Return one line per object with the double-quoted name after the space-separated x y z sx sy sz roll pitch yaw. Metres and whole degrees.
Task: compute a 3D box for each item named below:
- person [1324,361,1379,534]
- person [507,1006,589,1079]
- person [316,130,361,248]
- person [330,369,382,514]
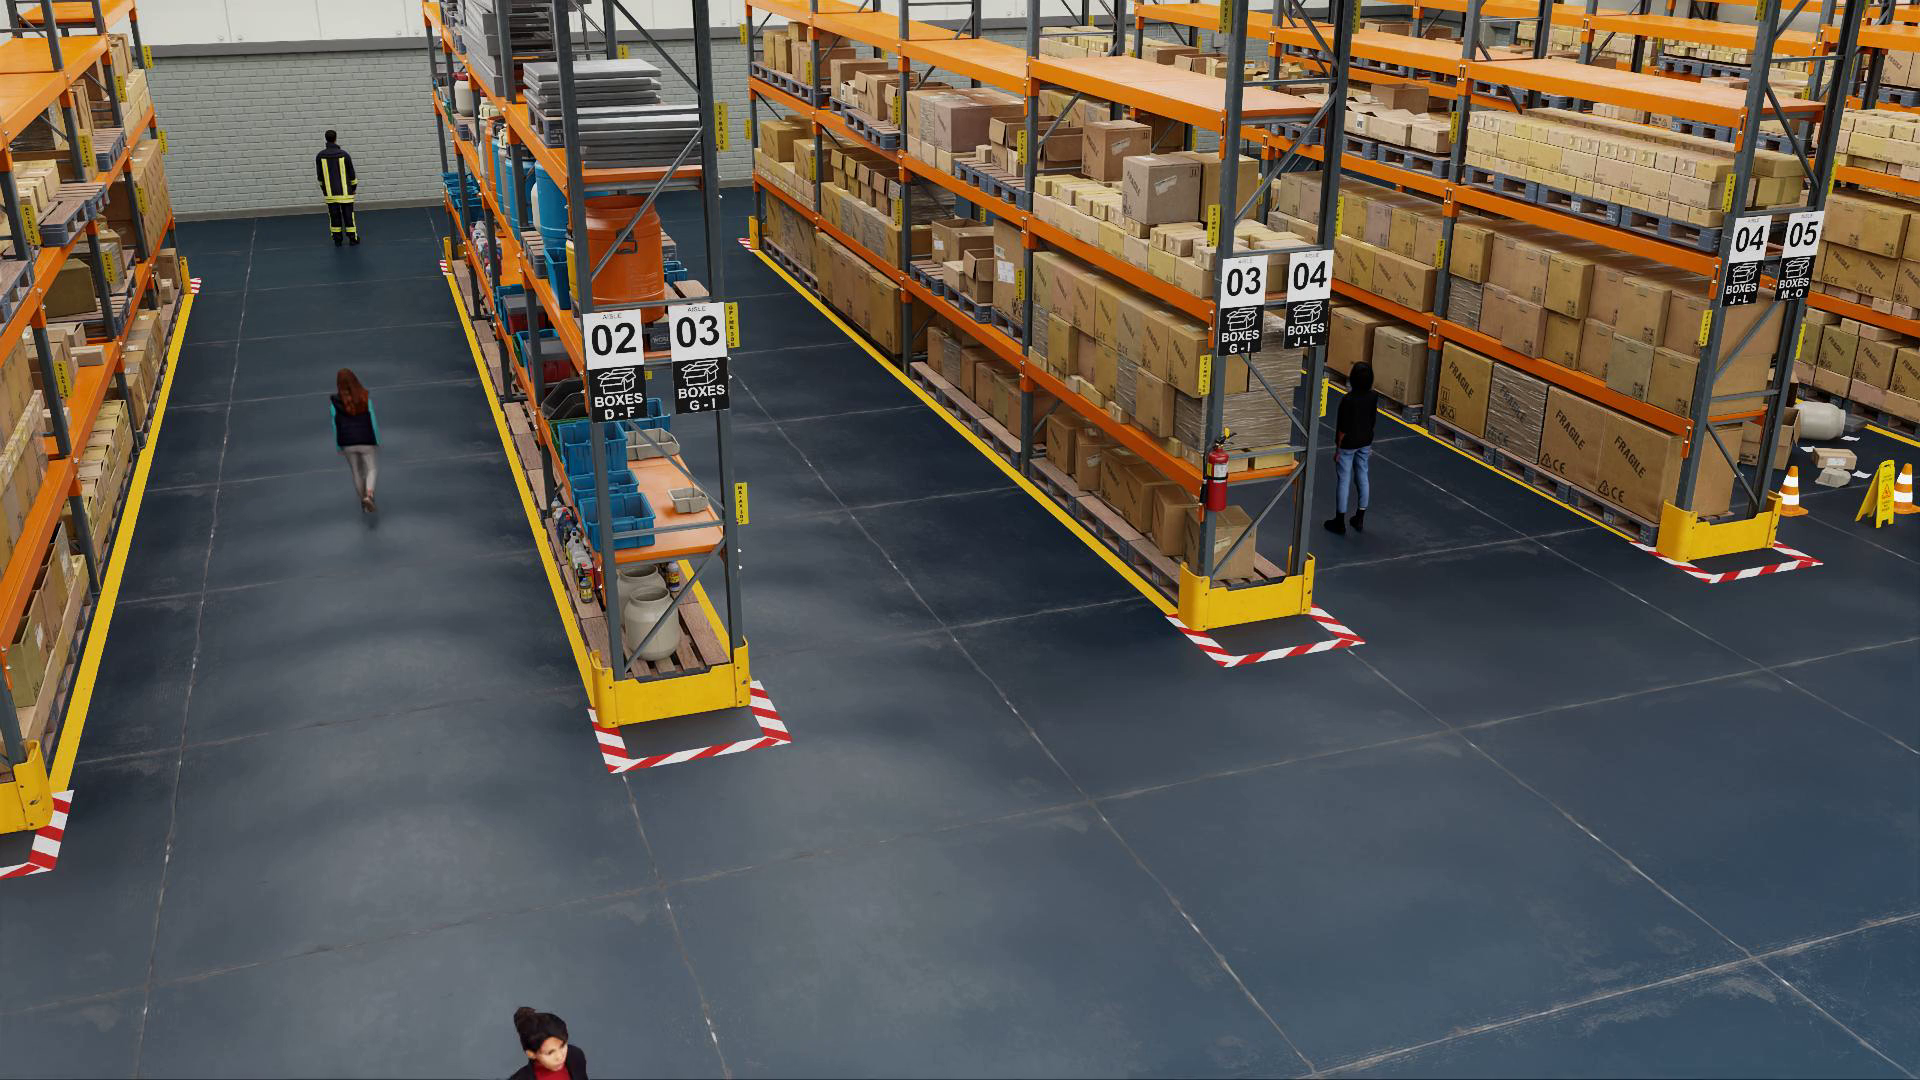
3.792 -0.895 15.988 0.553 1.702 0.525 -8 24 -19 "person"
-1.794 2.723 7.271 0.832 1.605 1.096 -18 28 -37 "person"
-10.480 -5.937 28.017 0.812 1.928 0.705 -5 23 -11 "person"
-5.934 -0.951 16.400 0.598 1.495 0.753 -6 23 -15 "person"
